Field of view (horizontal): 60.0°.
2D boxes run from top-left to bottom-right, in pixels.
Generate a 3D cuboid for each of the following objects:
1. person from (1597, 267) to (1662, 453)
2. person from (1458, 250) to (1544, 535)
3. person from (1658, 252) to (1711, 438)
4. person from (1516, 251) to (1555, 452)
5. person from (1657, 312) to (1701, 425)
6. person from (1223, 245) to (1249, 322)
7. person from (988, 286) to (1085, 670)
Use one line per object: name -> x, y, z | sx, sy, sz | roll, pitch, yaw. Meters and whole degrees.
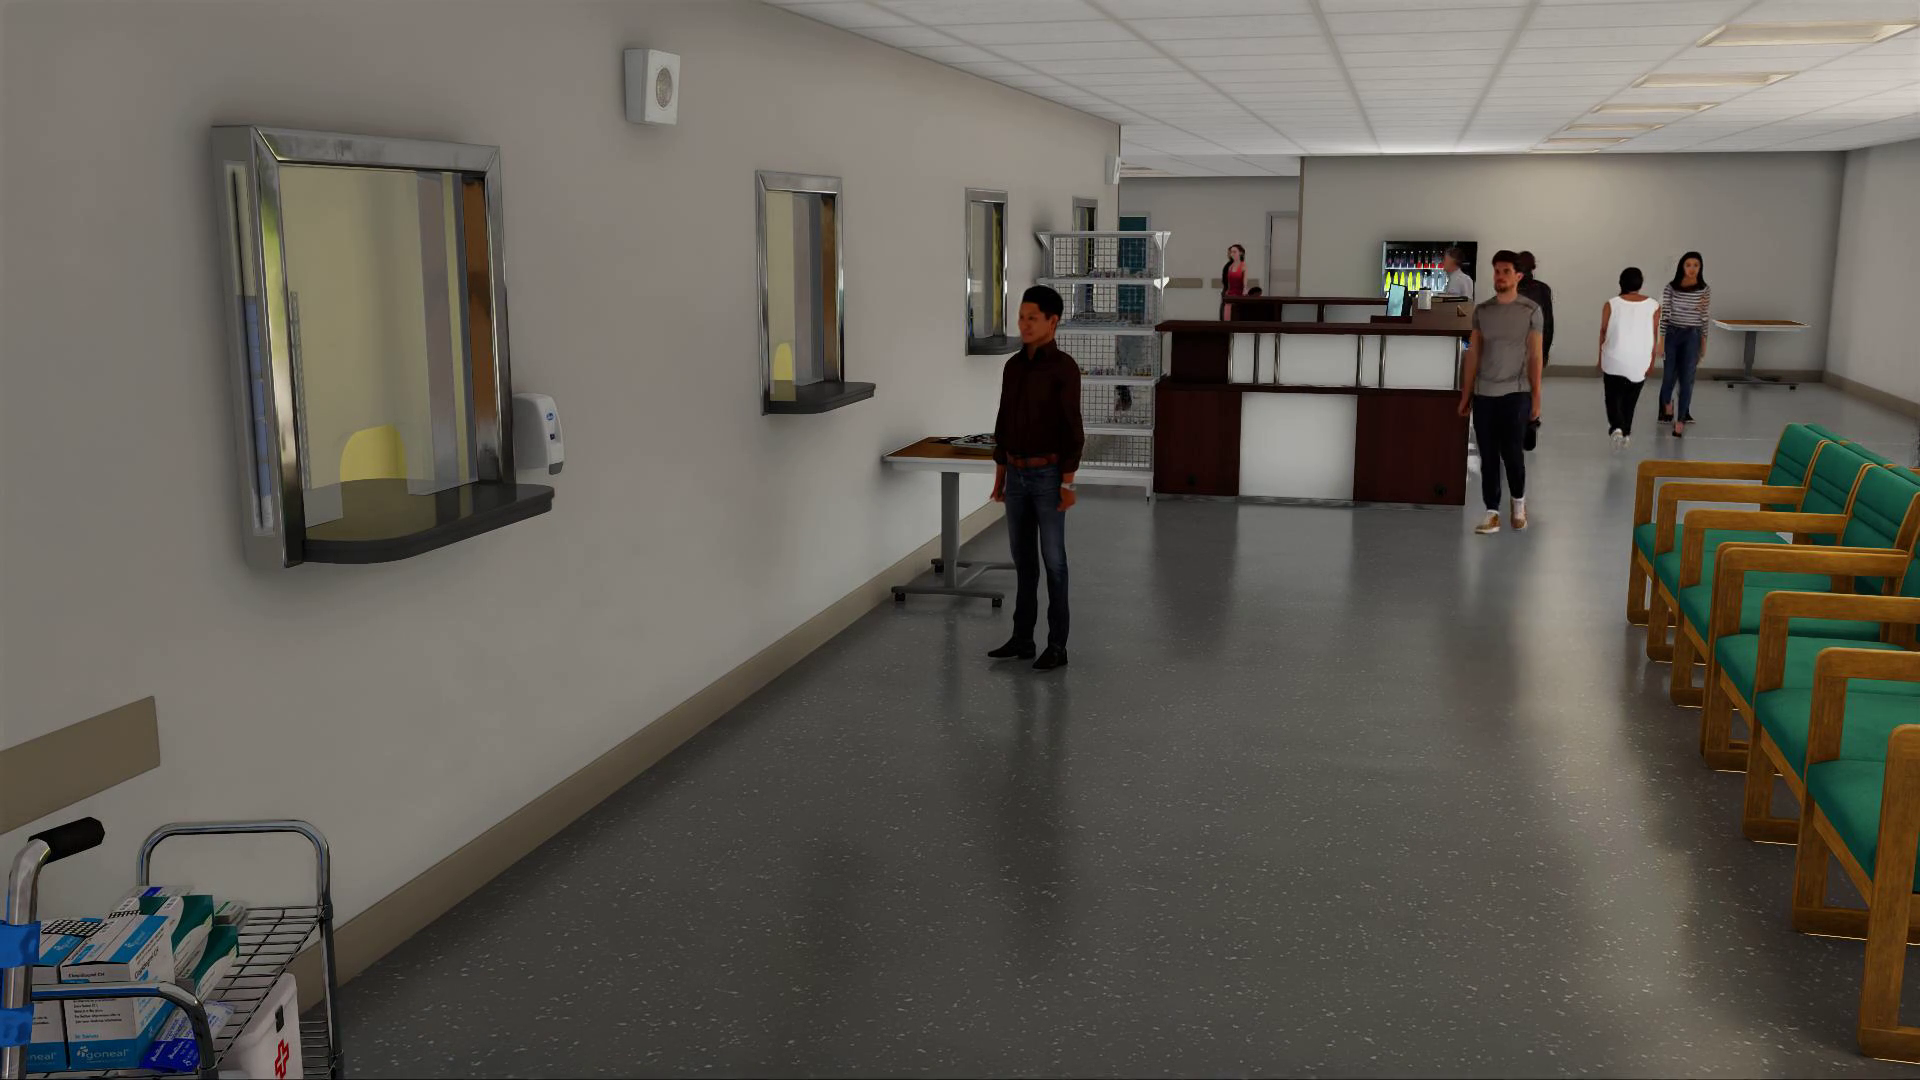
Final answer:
person -> 6.023, -1.612, 15.062 | 1.019, 1.656, 0.769 | 2, 11, 8
person -> 3.636, -0.969, 11.064 | 0.735, 1.885, 0.834 | 8, 13, 37
person -> 7.003, -1.882, 16.159 | 1.076, 1.761, 0.721 | 4, 11, 21
person -> 5.166, -1.717, 15.243 | 1.160, 1.795, 0.802 | 2, 11, 12
person -> 7.499, -1.939, 17.315 | 0.557, 1.459, 0.666 | -2, 11, -13
person -> 4.416, -3.734, 26.114 | 1.138, 1.705, 1.008 | 10, 15, 44
person -> 0.369, -0.292, 7.777 | 0.647, 1.780, 0.781 | 11, 15, 44
